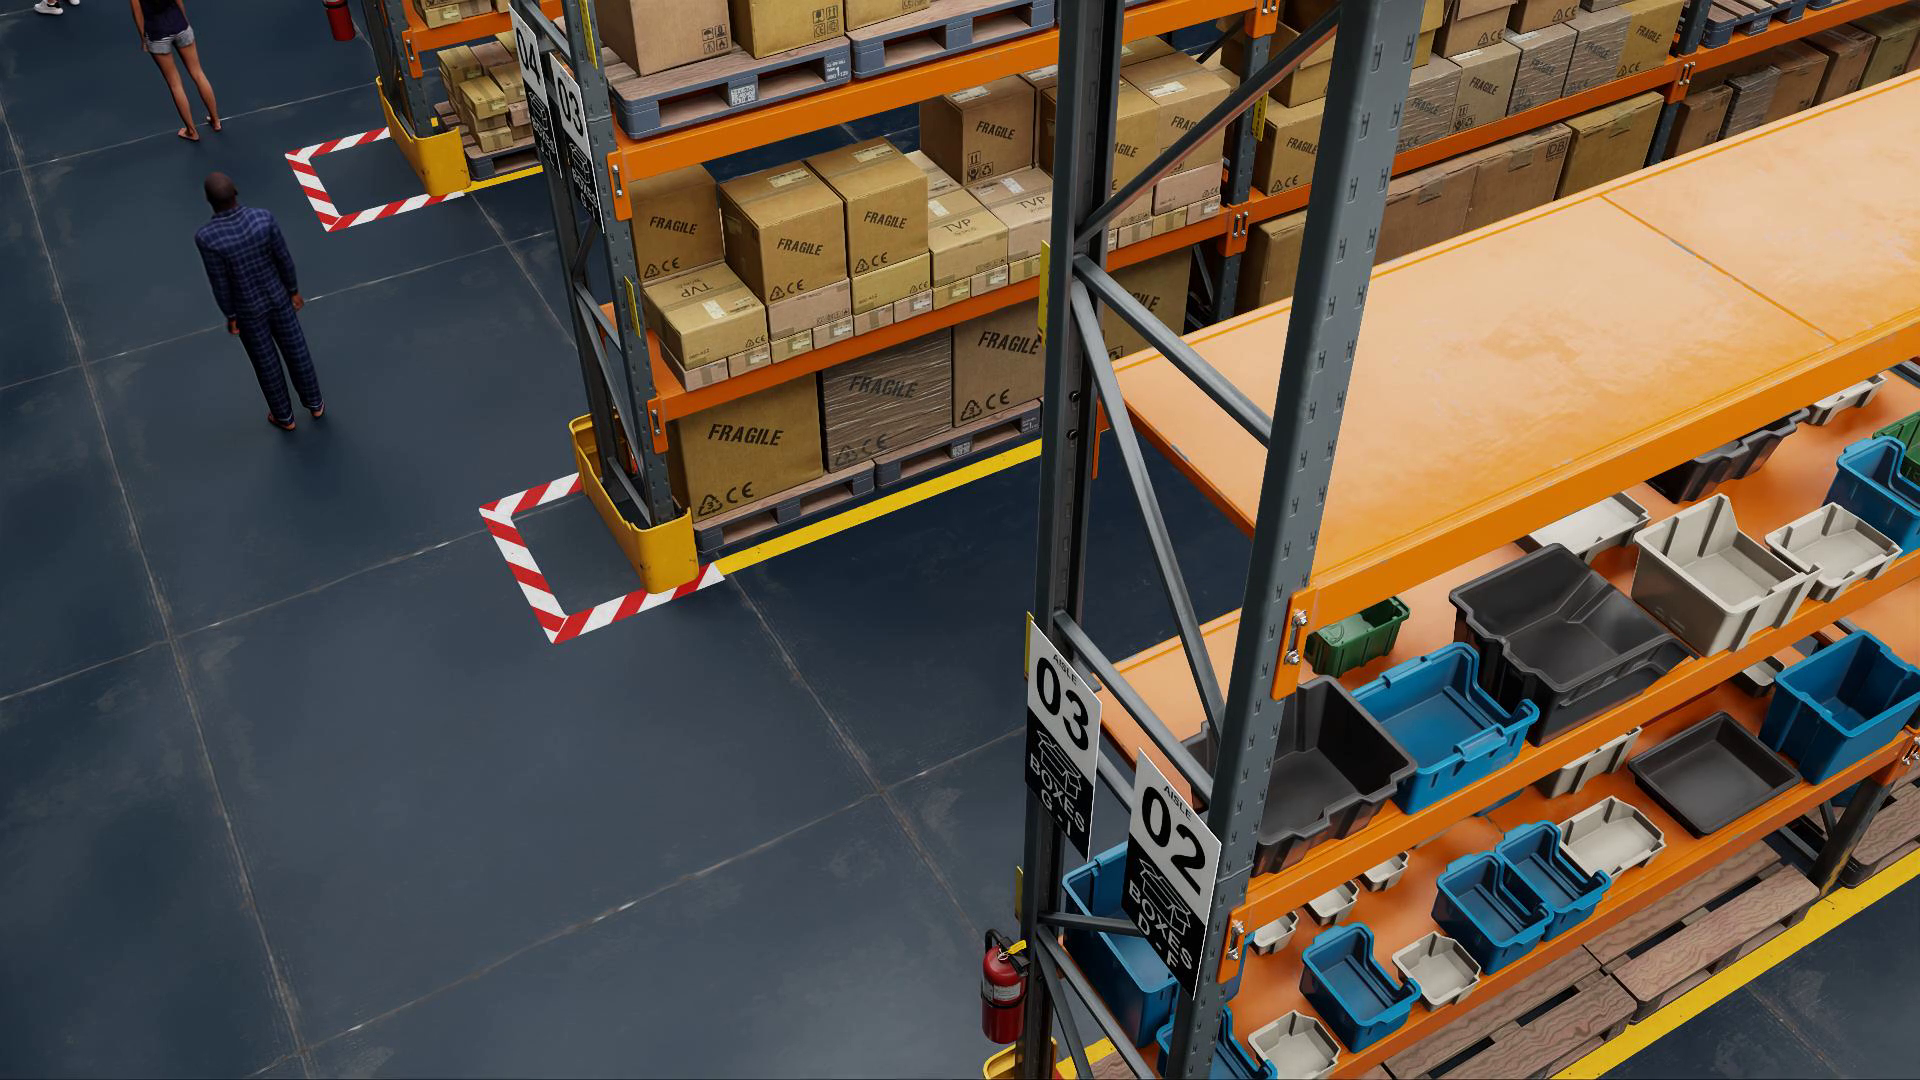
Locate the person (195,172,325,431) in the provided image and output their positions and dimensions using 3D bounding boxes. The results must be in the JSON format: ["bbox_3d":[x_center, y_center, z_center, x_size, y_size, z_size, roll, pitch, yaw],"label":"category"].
[{"bbox_3d":[-4.369,-1.487,10.367,0.596,1.824,0.761,-28,50,-27],"label":"person"}]

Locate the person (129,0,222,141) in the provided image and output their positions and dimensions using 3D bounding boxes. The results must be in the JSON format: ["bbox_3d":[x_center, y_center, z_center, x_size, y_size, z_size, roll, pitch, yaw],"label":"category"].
[{"bbox_3d":[-6.249,-4.000,13.101,0.691,1.766,0.555,33,52,31],"label":"person"}]
